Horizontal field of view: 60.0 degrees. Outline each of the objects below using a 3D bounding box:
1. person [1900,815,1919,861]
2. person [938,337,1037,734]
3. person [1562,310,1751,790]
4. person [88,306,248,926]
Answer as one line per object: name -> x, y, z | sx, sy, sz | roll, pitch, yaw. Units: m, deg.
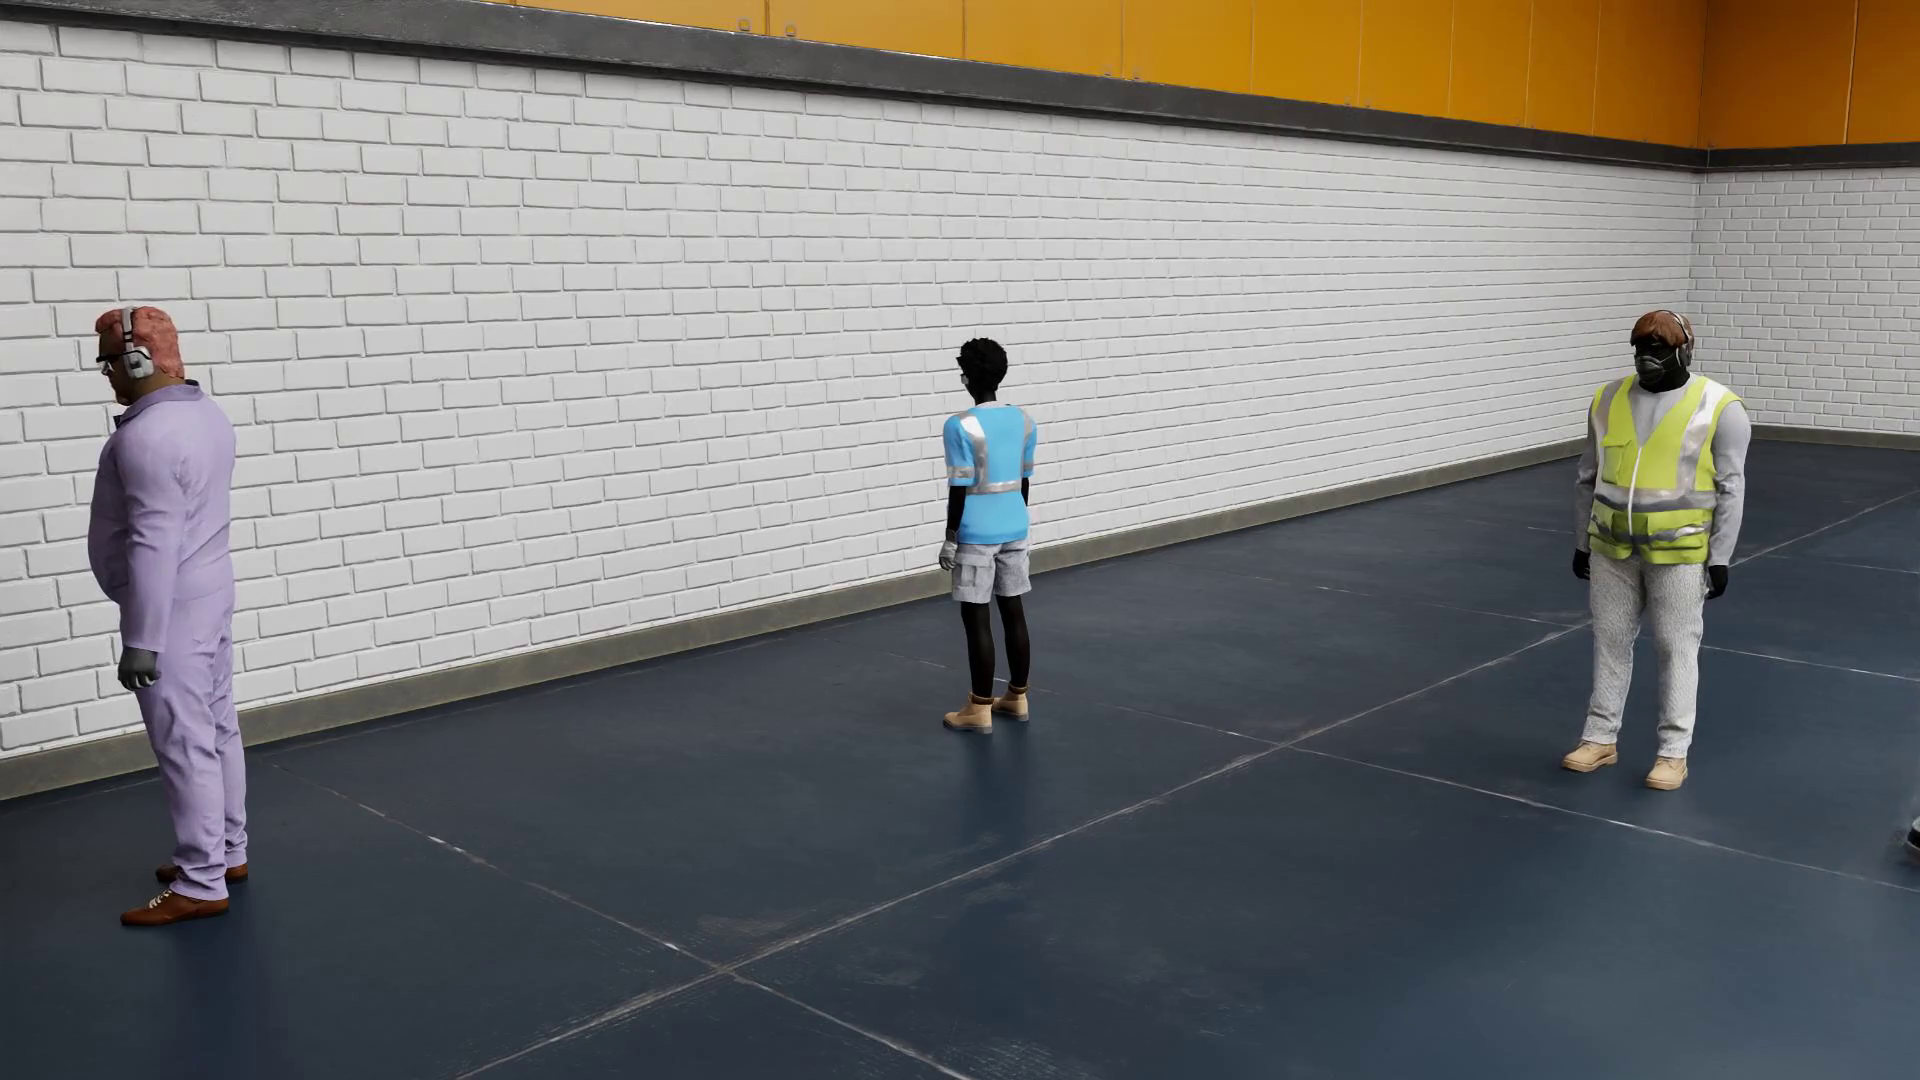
person -> 3.556, 0.278, 5.293 | 0.914, 1.771, 0.617 | 5, 11, 25
person -> 0.113, -0.021, 7.168 | 0.317, 1.698, 0.540 | 9, 14, 42
person -> 2.666, 0.037, 6.437 | 0.634, 1.841, 0.429 | 10, 14, 44
person -> -2.460, 0.232, 5.160 | 0.409, 1.903, 0.639 | -1, 10, -8
